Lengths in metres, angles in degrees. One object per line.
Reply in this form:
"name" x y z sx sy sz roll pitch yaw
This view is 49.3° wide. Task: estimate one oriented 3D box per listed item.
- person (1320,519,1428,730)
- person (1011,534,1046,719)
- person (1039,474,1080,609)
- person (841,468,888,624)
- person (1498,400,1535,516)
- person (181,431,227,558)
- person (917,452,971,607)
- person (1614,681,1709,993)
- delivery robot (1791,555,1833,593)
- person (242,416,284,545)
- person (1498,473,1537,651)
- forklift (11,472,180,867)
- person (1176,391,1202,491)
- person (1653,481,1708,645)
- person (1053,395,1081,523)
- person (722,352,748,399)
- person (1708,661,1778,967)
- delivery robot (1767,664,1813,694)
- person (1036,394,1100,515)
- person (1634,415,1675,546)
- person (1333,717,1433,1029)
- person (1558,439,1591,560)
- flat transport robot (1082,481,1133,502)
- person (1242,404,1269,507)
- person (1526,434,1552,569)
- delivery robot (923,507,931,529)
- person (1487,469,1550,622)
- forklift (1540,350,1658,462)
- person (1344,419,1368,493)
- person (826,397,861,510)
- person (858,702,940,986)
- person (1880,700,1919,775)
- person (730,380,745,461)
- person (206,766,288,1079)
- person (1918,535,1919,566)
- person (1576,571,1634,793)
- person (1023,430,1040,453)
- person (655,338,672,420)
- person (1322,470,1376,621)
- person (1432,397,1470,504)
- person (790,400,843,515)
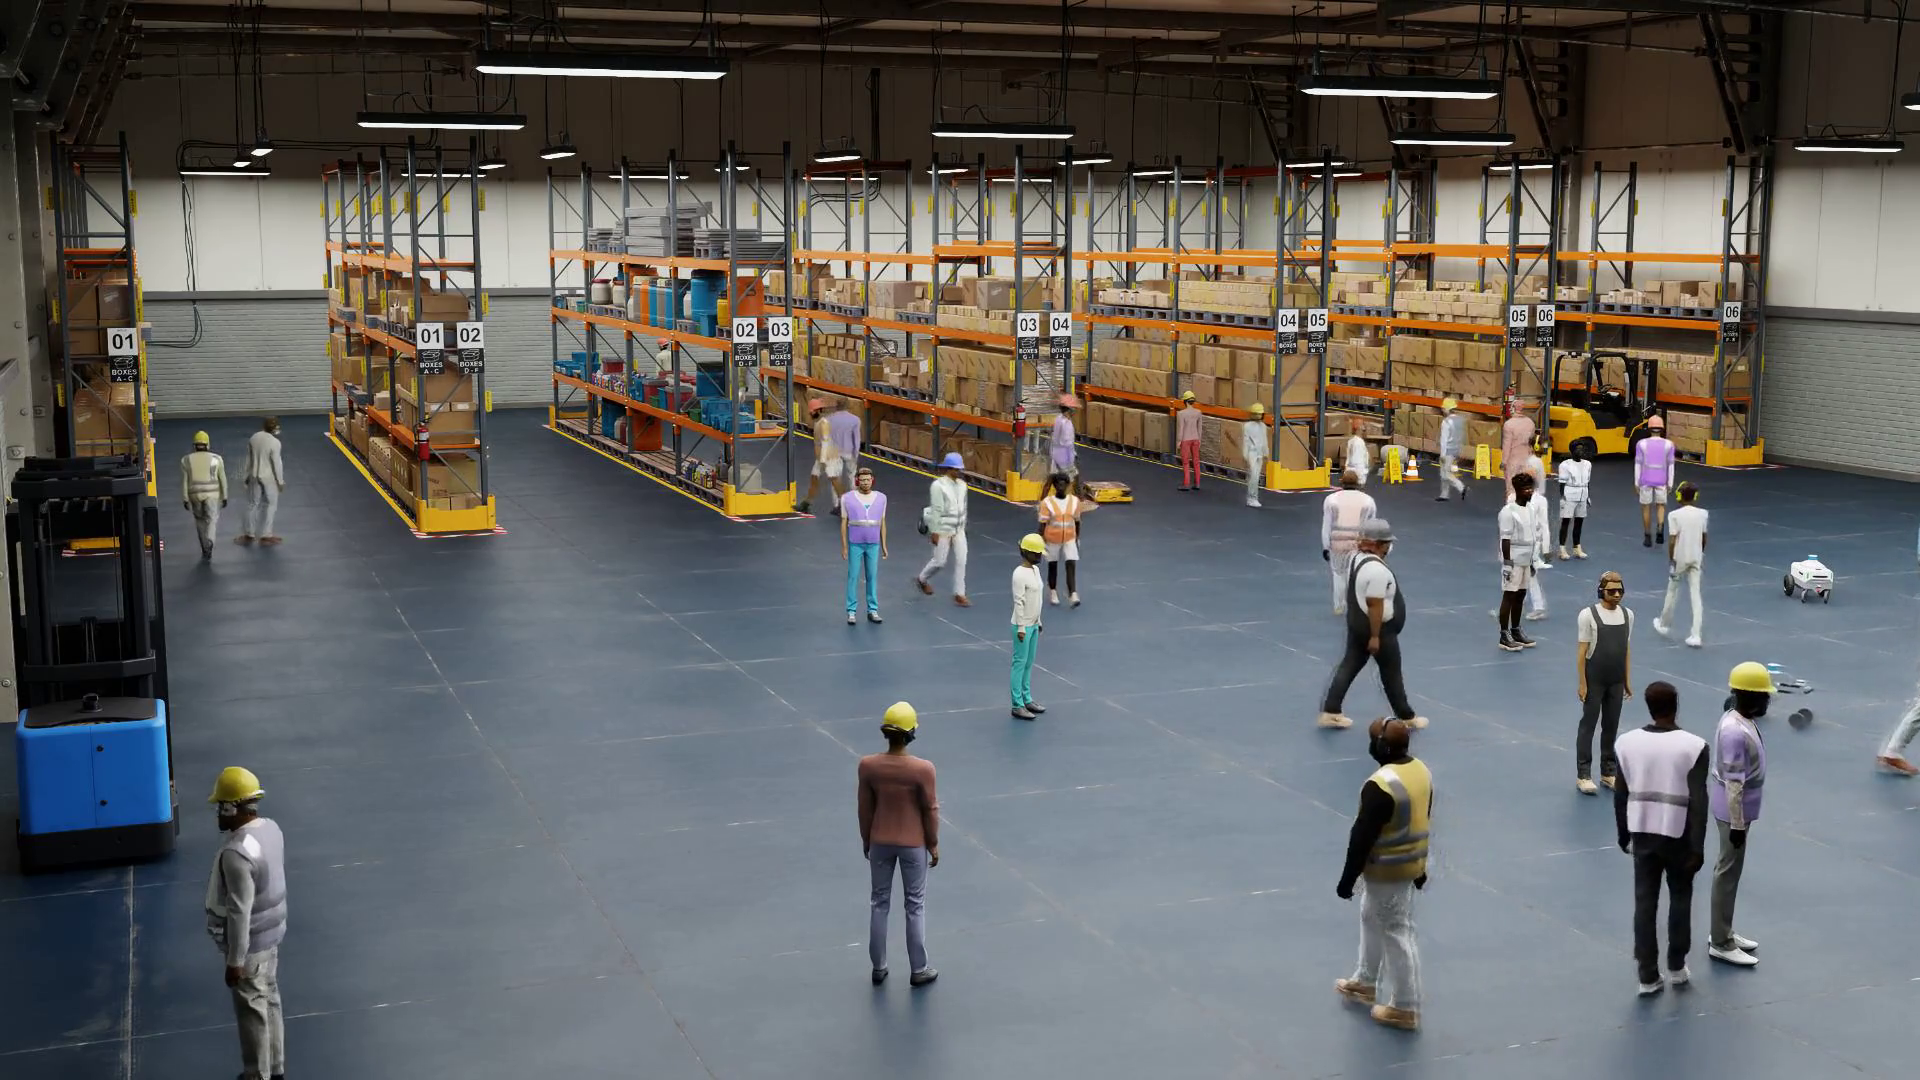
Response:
"person" 3.837 0.776 19.476 1.002 2.000 0.688 -2 9 -11
"person" 0.665 0.810 20.036 0.324 1.763 0.524 3 9 22
"person" 1.239 0.016 25.663 0.553 1.648 0.861 -2 9 -10
"person" -1.137 0.056 24.777 0.563 1.847 0.388 -3 9 -19
"person" 8.905 -1.299 33.621 0.654 1.904 0.406 -6 10 -33
"person" -10.663 -0.636 29.547 0.599 1.805 0.787 -2 9 -12
"person" -0.205 -0.151 25.929 0.641 1.920 0.753 -8 12 -42
"person" 4.307 1.823 12.922 0.618 1.862 0.649 6 10 34
"delivery robot" 10.734 0.433 26.383 0.477 0.478 0.707 1 8 6
"person" -10.320 -0.891 30.952 0.794 1.892 0.435 5 10 30
"person" 6.201 0.226 23.246 0.363 1.965 0.608 8 12 43
"forklift" -6.630 0.886 15.957 1.129 2.768 1.873 -3 9 -21
"person" 4.056 -1.762 37.169 0.533 1.767 0.327 -5 10 -31
"person" 8.172 0.242 23.629 0.505 1.817 0.991 -1 9 -4
"person" 1.655 -1.263 33.001 0.464 2.027 0.644 -2 9 -11
"person" -5.349 -3.670 49.673 0.662 1.827 0.447 -1 9 -5
"person" 4.985 1.724 13.386 0.369 1.929 0.586 4 9 22
"delivery robot" 7.692 1.288 19.816 0.698 0.223 0.335 6 11 37
"person" 1.719 -1.382 33.957 1.071 1.976 0.603 -2 9 -12
"person" 10.156 -0.866 30.668 0.543 1.925 0.464 2 9 13
"person" 2.428 1.933 12.385 0.761 1.818 0.630 6 10 35
"person" 8.661 -0.577 29.495 0.540 1.696 0.316 -3 9 -22
"flat transport robot" 2.540 -0.847 36.171 0.652 0.197 1.431 -1 9 -6
"person" 4.986 -1.406 34.892 0.506 1.723 0.592 -7 11 -39
"person" 7.852 -0.541 28.737 0.551 1.856 0.516 4 9 26
"delivery robot" -0.273 -0.418 32.059 0.477 0.478 0.707 4 9 26
"person" 6.616 0.071 24.719 1.005 1.826 0.602 -5 10 -30
"forklift" 12.897 -2.725 42.309 2.313 2.155 1.214 -3 9 -21
"person" 5.817 -0.854 30.867 0.373 1.858 0.618 1 9 5
"person" -1.925 -1.422 34.519 0.630 1.875 0.978 1 9 5
"person" -0.373 1.871 12.946 0.526 1.768 0.315 3 9 17
"person" 8.339 1.115 17.666 1.037 1.876 0.649 4 10 27
"person" -4.601 -2.440 42.200 0.519 1.611 0.762 -3 9 -20
"person" -3.802 2.119 11.160 0.404 1.820 0.624 0 9 0
"person" 11.546 0.203 24.638 0.517 1.596 0.851 4 9 24
"person" 5.352 1.170 17.360 0.507 1.846 0.346 -3 9 -17
"person" 1.483 -2.439 42.116 0.497 1.633 0.279 -4 9 -25
"person" -7.150 -3.909 50.757 0.407 1.987 0.614 7 11 38
"person" 4.641 0.059 24.959 0.646 1.793 0.976 1 9 8
"person" 8.288 -1.493 35.227 0.662 1.814 0.595 7 11 38
"person" -2.286 -1.333 33.922 0.994 1.867 0.654 -3 9 -19
